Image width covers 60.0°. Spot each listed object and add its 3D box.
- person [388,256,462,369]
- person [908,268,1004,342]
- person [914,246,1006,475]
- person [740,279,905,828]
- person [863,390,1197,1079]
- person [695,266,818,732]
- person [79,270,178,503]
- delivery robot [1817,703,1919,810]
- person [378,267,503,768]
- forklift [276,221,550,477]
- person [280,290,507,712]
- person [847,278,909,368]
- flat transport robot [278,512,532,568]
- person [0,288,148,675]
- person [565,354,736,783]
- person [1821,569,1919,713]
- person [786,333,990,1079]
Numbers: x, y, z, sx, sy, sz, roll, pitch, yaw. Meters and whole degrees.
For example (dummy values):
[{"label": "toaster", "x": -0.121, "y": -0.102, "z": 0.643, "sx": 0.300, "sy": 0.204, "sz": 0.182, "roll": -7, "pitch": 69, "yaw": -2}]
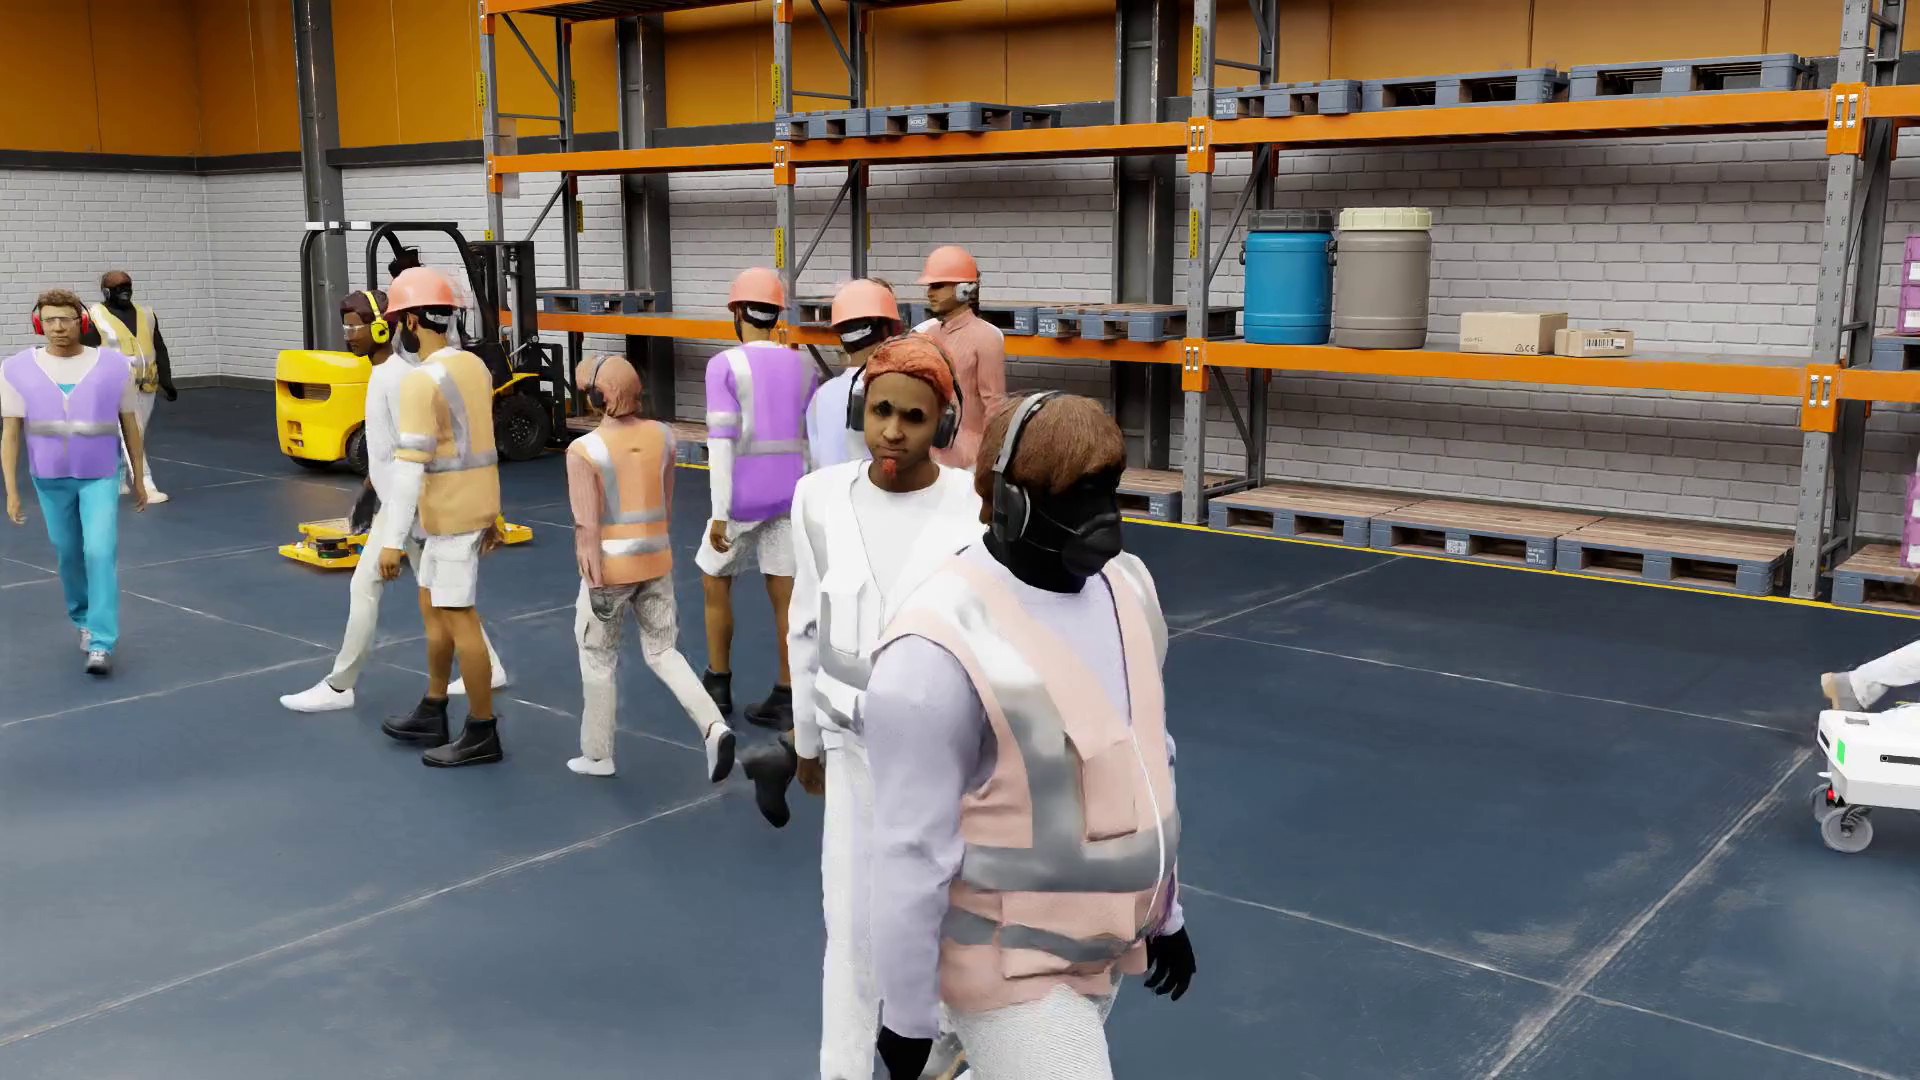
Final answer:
[{"label": "person", "x": -3.989, "y": -1.121, "z": 12.230, "sx": 1.057, "sy": 1.892, "sz": 0.619, "roll": 8, "pitch": 13, "yaw": 36}, {"label": "person", "x": -0.020, "y": -0.508, "z": 8.785, "sx": 0.589, "sy": 1.920, "sz": 0.399, "roll": -8, "pitch": 13, "yaw": -36}, {"label": "person", "x": -0.030, "y": -0.402, "z": 7.986, "sx": 0.395, "sy": 1.992, "sz": 0.622, "roll": -7, "pitch": 12, "yaw": -34}, {"label": "person", "x": -0.384, "y": 0.063, "z": 5.689, "sx": 0.786, "sy": 1.898, "sz": 0.578, "roll": -5, "pitch": 11, "yaw": -27}, {"label": "person", "x": 0.056, "y": 0.641, "z": 2.750, "sx": 0.894, "sy": 1.811, "sz": 0.615, "roll": 7, "pitch": 12, "yaw": 32}, {"label": "person", "x": -0.897, "y": -0.180, "z": 6.980, "sx": 0.581, "sy": 1.906, "sz": 0.762, "roll": -9, "pitch": 14, "yaw": -42}, {"label": "person", "x": -6.531, "y": -1.208, "z": 13.007, "sx": 0.926, "sy": 1.804, "sz": 0.623, "roll": 5, "pitch": 12, "yaw": 27}, {"label": "delivery robot", "x": 3.239, "y": 0.720, "z": 5.498, "sx": 0.707, "sy": 0.478, "sz": 0.477, "roll": 3, "pitch": 11, "yaw": 17}, {"label": "person", "x": -2.092, "y": -0.080, "z": 6.410, "sx": 0.671, "sy": 1.915, "sz": 0.595, "roll": 1, "pitch": 10, "yaw": 5}, {"label": "forklift", "x": -4.922, "y": -1.741, "z": 14.854, "sx": 1.214, "sy": 2.155, "sz": 2.313, "roll": 8, "pitch": 13, "yaw": 38}, {"label": "person", "x": -2.462, "y": -0.169, "z": 7.222, "sx": 0.957, "sy": 1.814, "sz": 0.512, "roll": -3, "pitch": 11, "yaw": -17}, {"label": "person", "x": -0.501, "y": -0.588, "z": 9.547, "sx": 0.508, "sy": 1.796, "sz": 0.952, "roll": -7, "pitch": 13, "yaw": -35}, {"label": "flat transport robot", "x": -3.576, "y": -0.043, "z": 10.774, "sx": 0.652, "sy": 0.197, "sz": 1.431, "roll": 9, "pitch": 14, "yaw": 42}, {"label": "person", "x": -4.198, "y": -0.287, "z": 7.909, "sx": 0.576, "sy": 1.803, "sz": 0.945, "roll": -4, "pitch": 11, "yaw": -22}, {"label": "person", "x": -1.176, "y": 0.126, "z": 6.105, "sx": 0.706, "sy": 1.615, "sz": 0.507, "roll": 9, "pitch": 13, "yaw": 40}, {"label": "person", "x": 3.649, "y": 0.011, "z": 6.093, "sx": 0.578, "sy": 1.854, "sz": 0.822, "roll": -9, "pitch": 13, "yaw": -40}, {"label": "person", "x": -0.126, "y": 0.464, "z": 3.655, "sx": 0.589, "sy": 1.832, "sz": 0.929, "roll": 3, "pitch": 11, "yaw": 17}]
